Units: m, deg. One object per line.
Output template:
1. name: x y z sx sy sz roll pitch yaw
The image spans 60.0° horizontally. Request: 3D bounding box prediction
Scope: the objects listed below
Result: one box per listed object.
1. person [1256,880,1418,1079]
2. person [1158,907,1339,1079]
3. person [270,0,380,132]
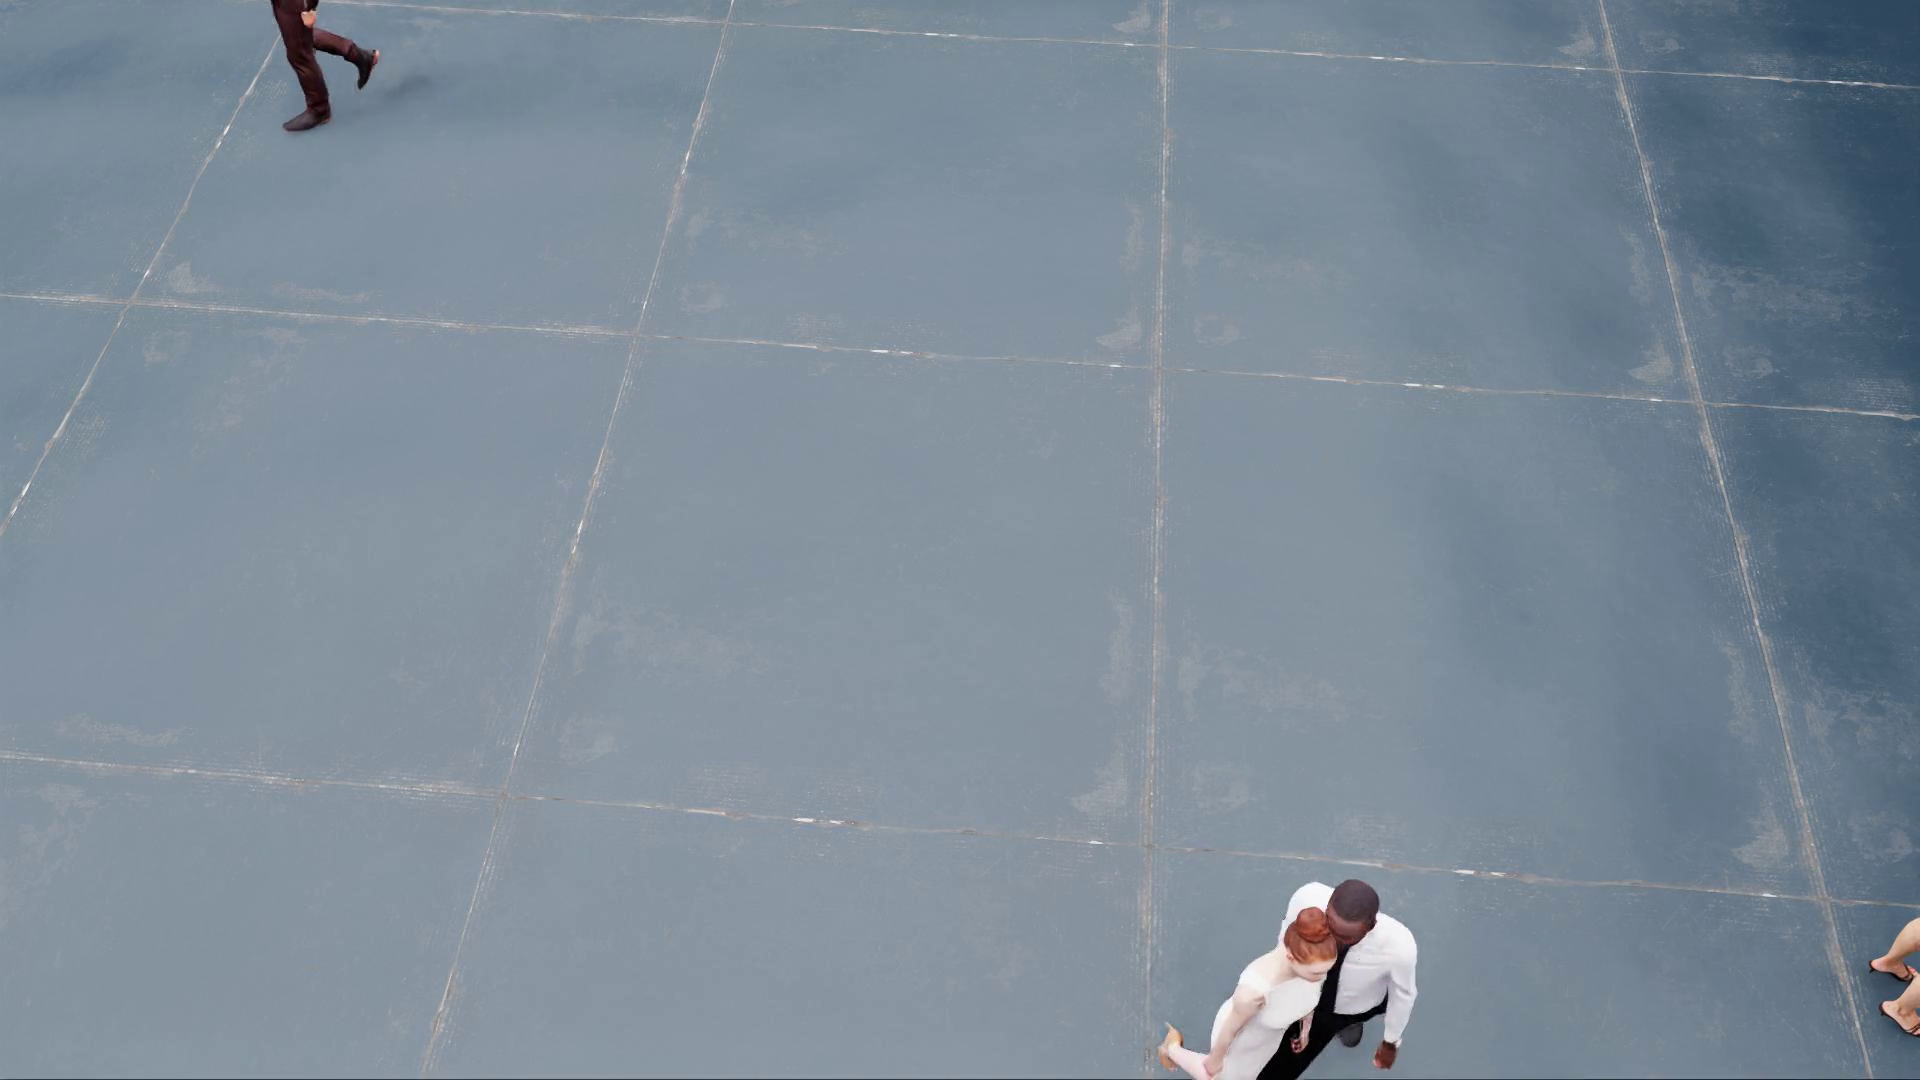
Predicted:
1. person: 1.445 1.638 6.232 1.221 1.792 1.056 17 54 13
2. person: 1.043 1.738 6.166 0.843 1.775 0.894 -23 56 -17
3. person: -3.999 -3.363 10.066 1.108 1.854 0.999 -25 56 -18
